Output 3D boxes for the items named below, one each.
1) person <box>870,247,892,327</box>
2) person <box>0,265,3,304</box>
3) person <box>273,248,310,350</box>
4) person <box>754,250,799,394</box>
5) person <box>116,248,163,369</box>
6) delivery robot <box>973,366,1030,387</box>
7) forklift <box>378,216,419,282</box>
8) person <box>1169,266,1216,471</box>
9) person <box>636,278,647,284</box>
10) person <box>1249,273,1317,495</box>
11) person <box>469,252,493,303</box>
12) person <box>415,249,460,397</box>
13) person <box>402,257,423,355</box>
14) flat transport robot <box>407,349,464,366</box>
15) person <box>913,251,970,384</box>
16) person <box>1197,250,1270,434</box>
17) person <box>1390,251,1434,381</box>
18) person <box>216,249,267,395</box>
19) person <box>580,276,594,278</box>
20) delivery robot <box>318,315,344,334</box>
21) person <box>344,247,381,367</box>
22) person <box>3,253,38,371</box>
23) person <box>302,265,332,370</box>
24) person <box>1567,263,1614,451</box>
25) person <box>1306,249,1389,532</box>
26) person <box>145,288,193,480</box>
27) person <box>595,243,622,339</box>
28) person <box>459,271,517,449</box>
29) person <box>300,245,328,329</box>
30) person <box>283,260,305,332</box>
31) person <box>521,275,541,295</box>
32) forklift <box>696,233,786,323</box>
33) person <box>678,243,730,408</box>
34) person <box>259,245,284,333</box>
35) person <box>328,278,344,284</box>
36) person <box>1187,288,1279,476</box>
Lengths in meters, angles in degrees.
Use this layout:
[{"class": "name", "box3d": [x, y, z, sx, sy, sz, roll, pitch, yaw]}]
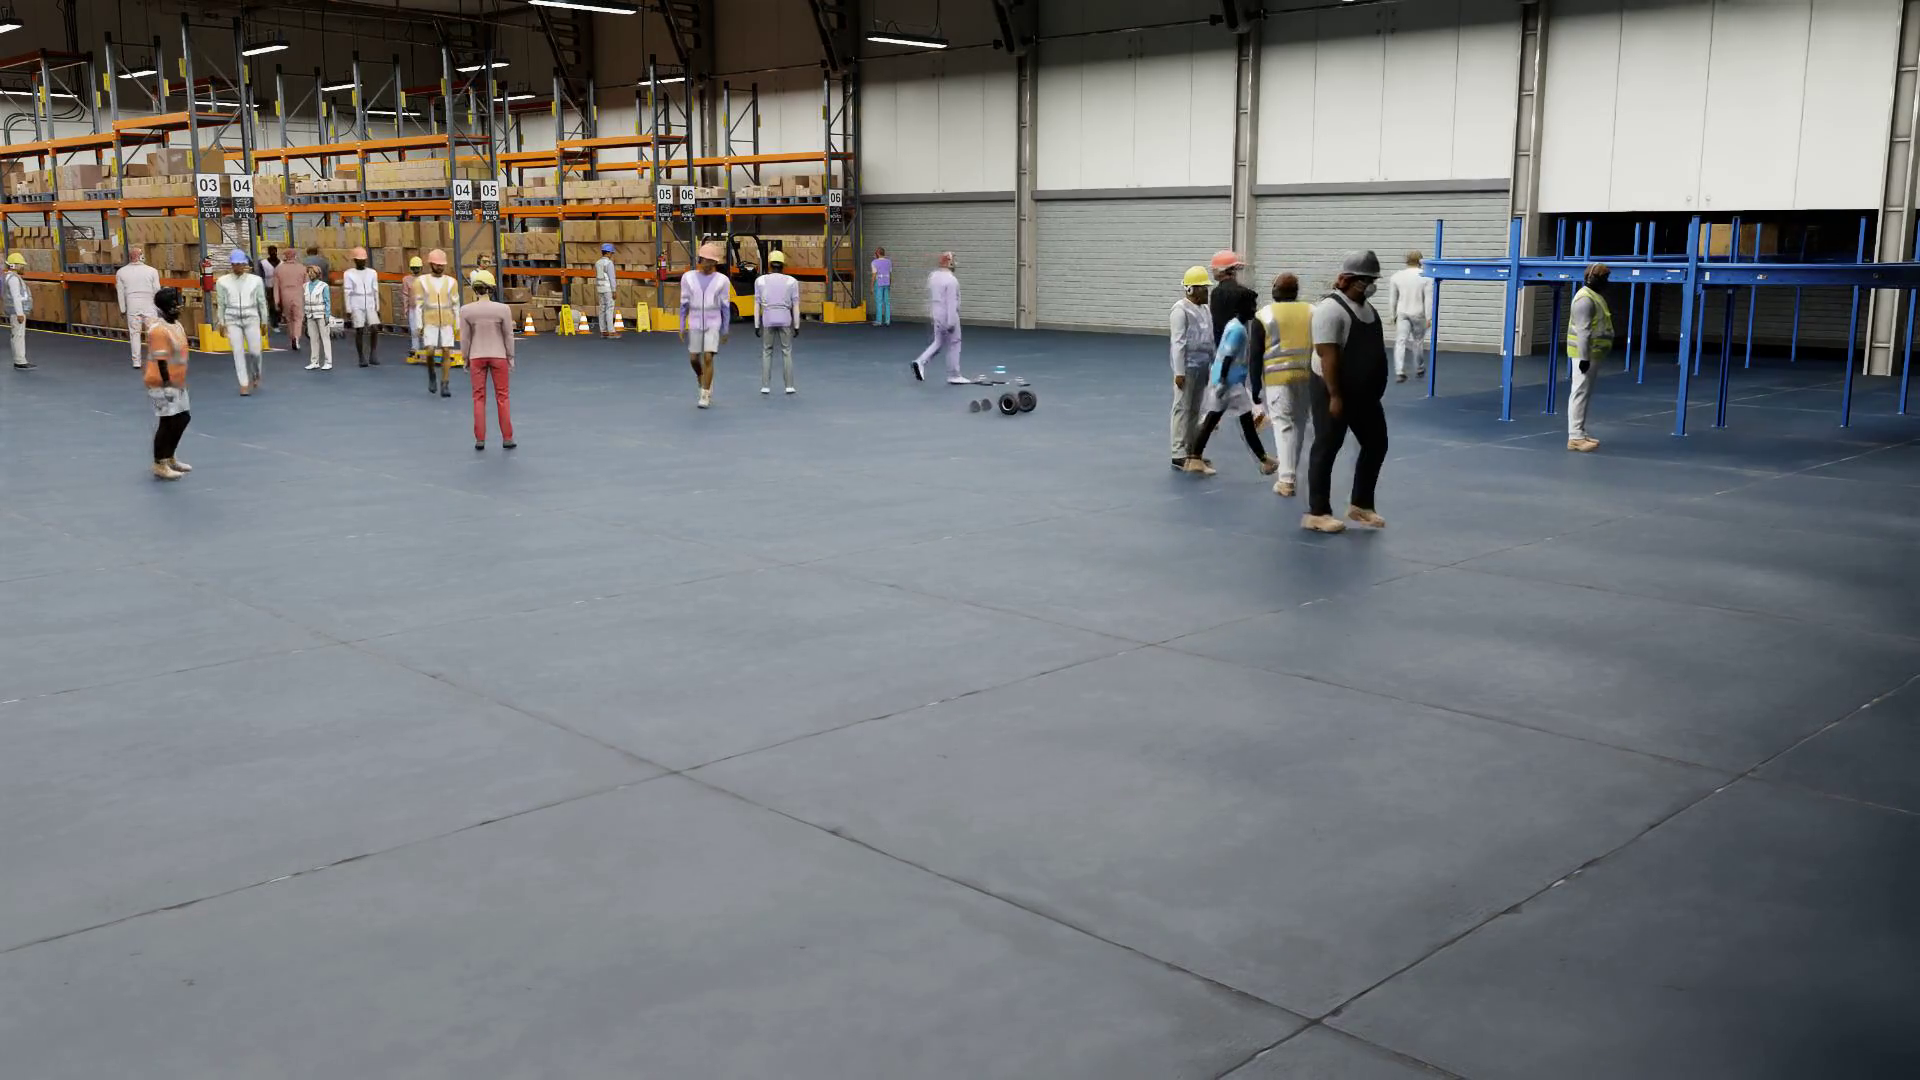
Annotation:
[{"class": "person", "box3d": [-1.824, -5.890, 38.700, 0.563, 1.838, 0.390, -9, 13, -39]}, {"class": "person", "box3d": [-19.094, -4.805, 32.632, 0.639, 1.910, 0.925, -7, 12, -32]}, {"class": "person", "box3d": [-12.343, -4.446, 30.758, 0.685, 1.875, 0.831, -2, 11, -9]}, {"class": "person", "box3d": [-2.473, -2.931, 22.388, 0.603, 1.912, 0.420, -1, 10, -4]}, {"class": "person", "box3d": [-13.086, -3.701, 26.592, 0.637, 1.904, 0.403, -3, 11, -16]}, {"class": "delivery robot", "box3d": [0.497, -1.974, 20.000, 0.698, 0.223, 0.335, 6, 12, 31]}, {"class": "forklift", "box3d": [-17.868, -9.201, 54.028, 1.873, 2.768, 1.129, -10, 14, -44]}, {"class": "person", "box3d": [2.124, -1.569, 15.149, 0.404, 1.834, 0.592, 7, 12, 33]}, {"class": "person", "box3d": [-8.330, -6.802, 43.647, 0.884, 1.852, 0.574, 8, 13, 36]}, {"class": "person", "box3d": [2.708, -1.319, 13.914, 0.636, 1.794, 0.874, -2, 11, -8]}, {"class": "person", "box3d": [-7.768, -3.767, 27.120, 0.343, 1.840, 0.507, 3, 11, 15]}, {"class": "person", "box3d": [-6.851, -2.854, 21.891, 0.579, 1.926, 0.387, -5, 12, -27]}, {"class": "person", "box3d": [-9.151, -3.910, 28.152, 0.536, 1.755, 0.383, 0, 10, 1]}, {"class": "flat transport robot", "box3d": [-8.434, -3.014, 27.409, 1.431, 0.197, 0.652, 8, 13, 38]}, {"class": "person", "box3d": [-0.259, -3.159, 23.672, 0.758, 1.889, 0.644, -6, 12, -31]}, {"class": "person", "box3d": [2.869, -2.073, 17.567, 0.931, 1.963, 0.615, 7, 12, 33]}, {"class": "person", "box3d": [6.603, -3.277, 24.330, 0.651, 1.884, 1.012, 6, 12, 29]}, {"class": "person", "box3d": [-9.563, -2.905, 22.156, 0.620, 1.931, 0.459, -4, 11, -20]}, {"class": "person", "box3d": [-10.242, -7.121, 45.704, 0.483, 1.737, 0.320, 4, 11, 20]}, {"class": "delivery robot", "box3d": [-13.024, -4.446, 34.184, 0.707, 0.478, 0.477, 4, 11, 23]}, {"class": "person", "box3d": [-9.584, -3.740, 26.758, 0.565, 1.912, 0.660, -8, 13, -36]}, {"class": "person", "box3d": [-14.853, -3.602, 26.245, 0.404, 1.829, 0.591, -7, 13, -34]}, {"class": "person", "box3d": [-10.155, -3.514, 26.272, 0.515, 1.645, 0.309, 4, 11, 19]}, {"class": "person", "box3d": [6.262, -1.826, 16.537, 0.430, 1.840, 0.625, 6, 12, 28]}, {"class": "person", "box3d": [2.798, -1.045, 11.845, 0.702, 2.000, 0.642, -9, 14, -41]}, {"class": "person", "box3d": [-6.877, -1.357, 14.437, 0.422, 1.660, 0.551, -1, 10, -5]}, {"class": "person", "box3d": [-7.290, -5.147, 34.374, 0.398, 1.939, 0.602, -10, 14, -44]}, {"class": "person", "box3d": [-4.690, -1.787, 16.541, 0.523, 1.761, 0.328, -2, 11, -8]}, {"class": "person", "box3d": [-14.362, -5.595, 36.949, 0.652, 1.888, 0.994, -10, 14, -42]}, {"class": "person", "box3d": [-14.302, -5.253, 35.689, 0.561, 1.664, 0.411, -6, 12, -31]}, {"class": "person", "box3d": [-11.826, -7.213, 45.904, 0.430, 1.845, 0.619, 8, 13, 38]}, {"class": "forklift", "box3d": [-5.496, -6.489, 41.108, 2.313, 2.155, 1.214, -10, 14, -44]}, {"class": "person", "box3d": [-3.155, -2.659, 20.588, 0.653, 2.019, 0.619, 0, 10, -2]}, {"class": "person", "box3d": [-15.040, -5.505, 36.444, 0.596, 1.904, 0.508, -9, 14, -40]}, {"class": "person", "box3d": [-16.372, -6.725, 43.320, 0.662, 1.806, 0.630, 8, 13, 39]}, {"class": "person", "box3d": [2.441, -1.362, 14.510, 0.935, 1.636, 0.554, 1, 10, 5]}]
